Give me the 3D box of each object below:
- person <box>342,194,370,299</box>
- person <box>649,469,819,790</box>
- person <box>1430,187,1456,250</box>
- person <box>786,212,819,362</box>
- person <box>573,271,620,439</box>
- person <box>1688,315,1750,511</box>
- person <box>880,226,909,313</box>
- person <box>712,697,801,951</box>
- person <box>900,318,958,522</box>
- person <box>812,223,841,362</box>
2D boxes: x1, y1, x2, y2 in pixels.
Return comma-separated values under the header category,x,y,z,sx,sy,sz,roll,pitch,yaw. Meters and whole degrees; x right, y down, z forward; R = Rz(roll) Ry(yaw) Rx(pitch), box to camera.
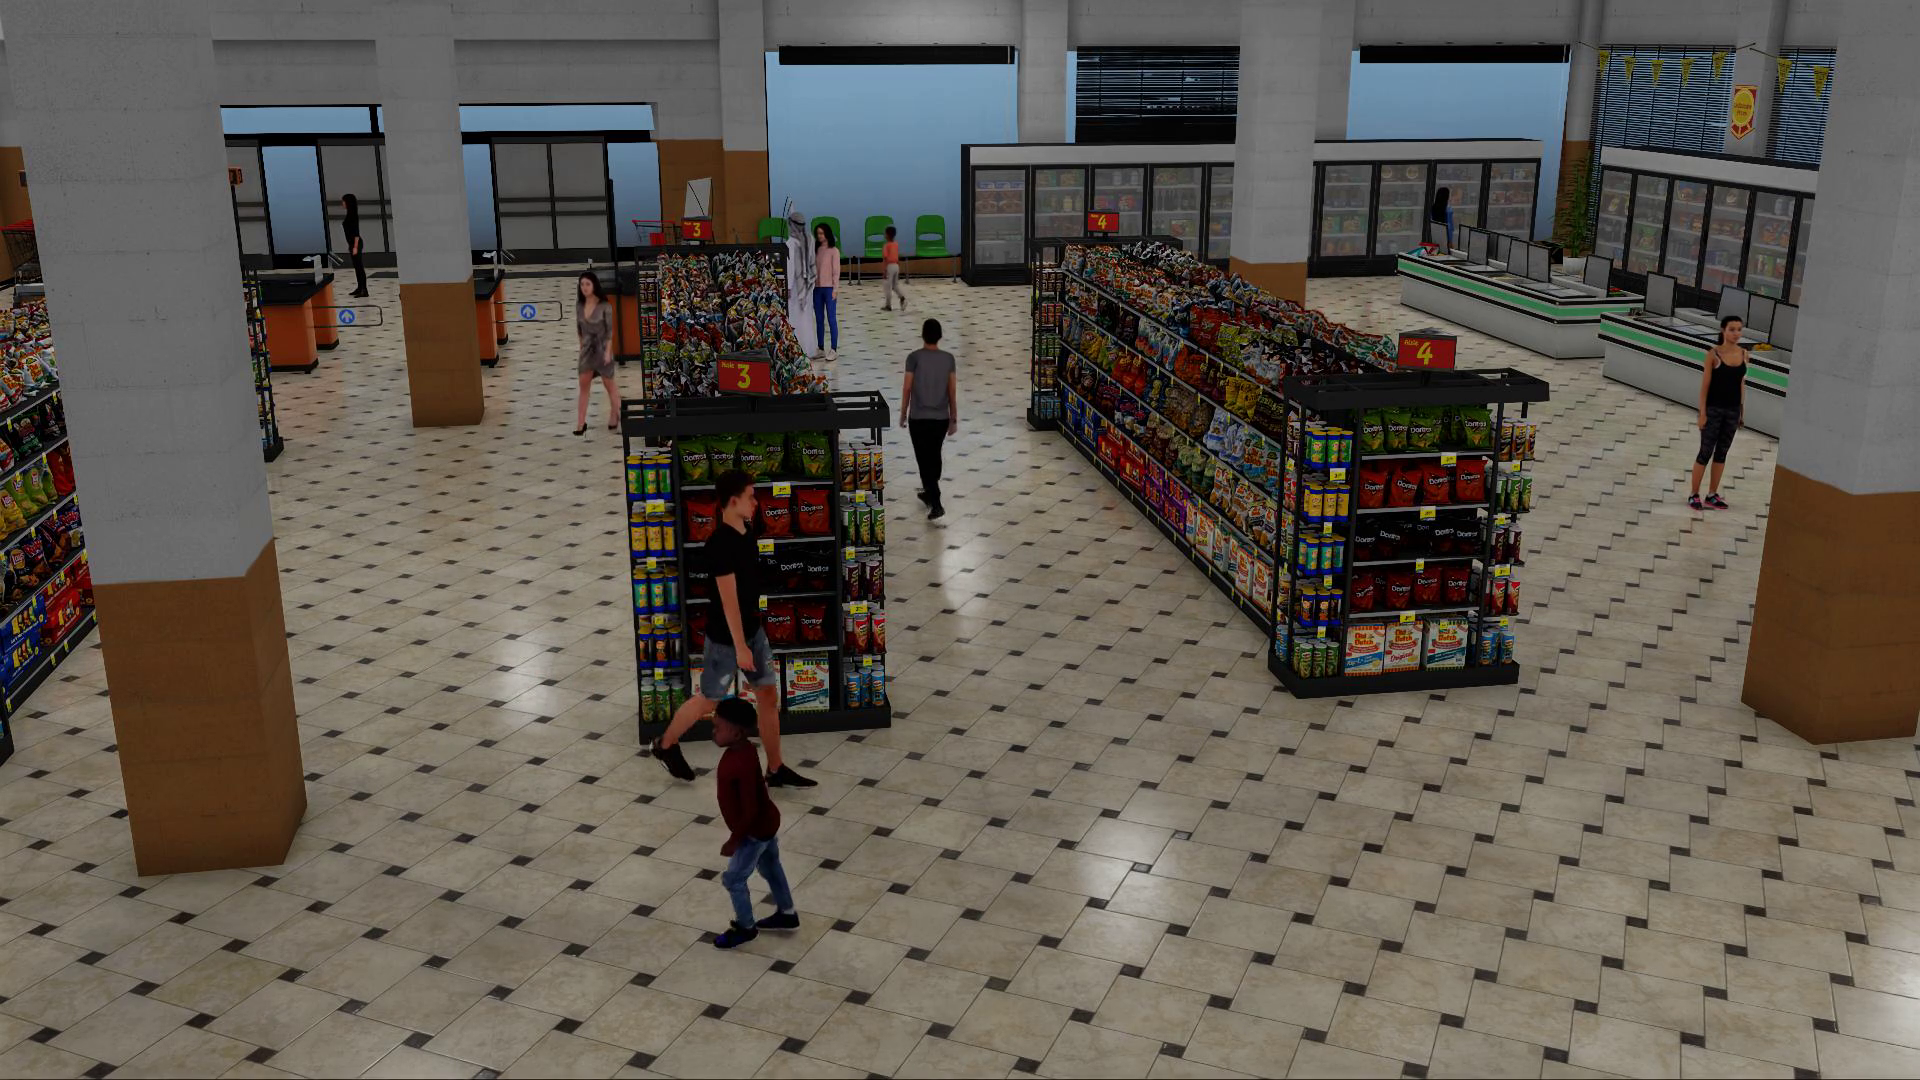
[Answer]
category,x,y,z,sx,sy,sz,roll,pitch,yaw
person,-9.759,-4.760,26.849,0.707,1.642,0.562,-10,20,-30
person,-1.339,0.527,9.144,1.134,1.812,1.268,6,18,20
person,7.850,-4.910,27.222,0.723,1.712,0.564,-9,19,-27
person,-2.065,-3.246,21.373,0.858,1.926,0.781,9,19,28
person,-3.764,-1.939,17.463,0.868,1.697,1.138,4,17,12
person,6.747,-1.142,14.778,0.561,1.732,0.535,-2,17,-7
person,-1.000,-4.108,25.290,0.817,1.301,0.714,16,23,42
person,-0.898,1.305,7.586,0.567,1.229,0.553,-1,17,-3
person,-0.250,-1.021,14.382,0.795,1.731,1.180,-8,18,-24
person,-1.749,-3.228,21.585,0.712,1.769,0.772,12,20,33
